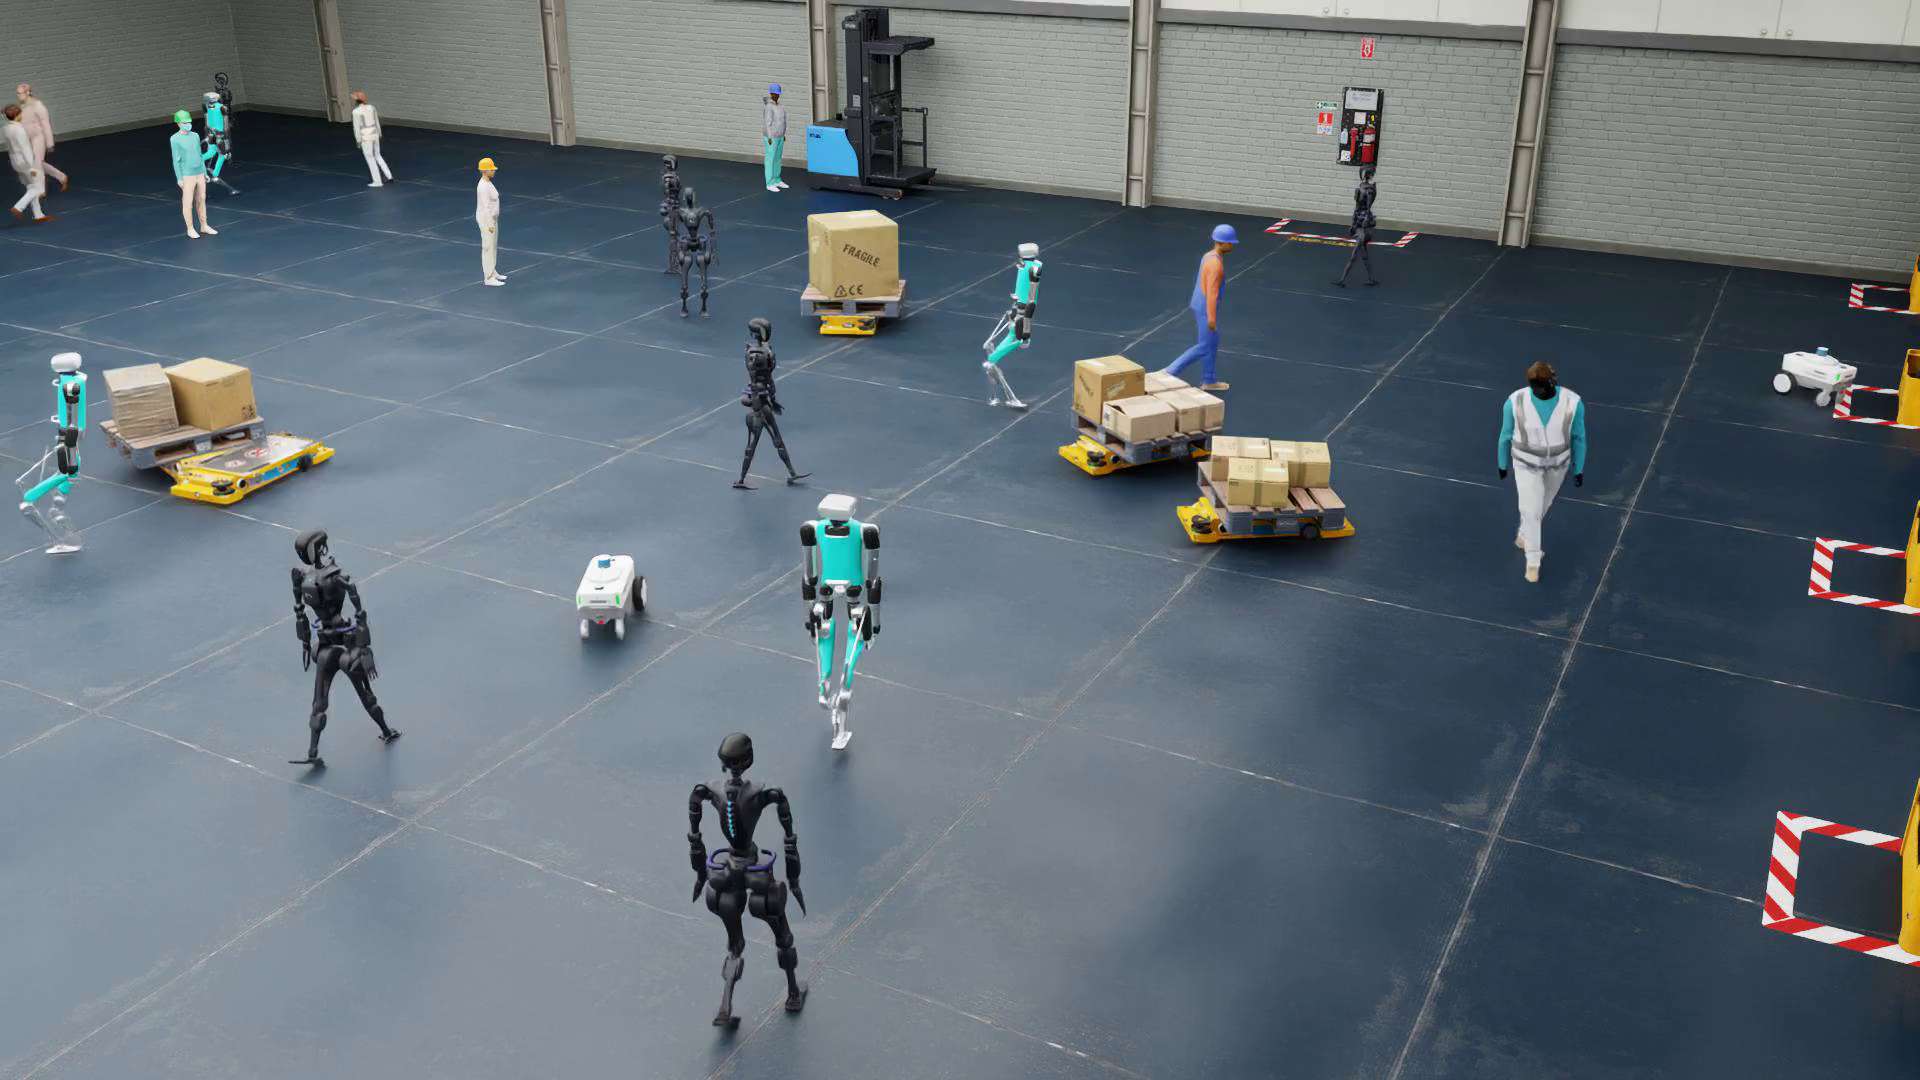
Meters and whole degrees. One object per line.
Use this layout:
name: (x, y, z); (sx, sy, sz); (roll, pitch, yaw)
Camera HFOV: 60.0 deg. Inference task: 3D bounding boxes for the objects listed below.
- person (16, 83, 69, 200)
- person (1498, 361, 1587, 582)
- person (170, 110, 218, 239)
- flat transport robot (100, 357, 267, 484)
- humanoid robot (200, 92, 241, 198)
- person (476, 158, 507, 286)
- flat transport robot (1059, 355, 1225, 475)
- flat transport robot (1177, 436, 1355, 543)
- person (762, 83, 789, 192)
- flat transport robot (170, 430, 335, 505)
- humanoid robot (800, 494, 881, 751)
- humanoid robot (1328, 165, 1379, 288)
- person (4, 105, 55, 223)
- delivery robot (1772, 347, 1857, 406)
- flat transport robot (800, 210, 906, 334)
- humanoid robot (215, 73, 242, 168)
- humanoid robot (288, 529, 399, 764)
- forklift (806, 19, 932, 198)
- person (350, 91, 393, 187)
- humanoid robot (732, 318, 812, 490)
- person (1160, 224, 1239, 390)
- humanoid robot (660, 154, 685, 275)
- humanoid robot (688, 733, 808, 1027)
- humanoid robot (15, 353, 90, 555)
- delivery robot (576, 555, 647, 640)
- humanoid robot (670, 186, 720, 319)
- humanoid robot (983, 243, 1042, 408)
person: (-15.245, -6.609, 27.511); (0.642, 1.878, 0.783); (14, 27, 30)
person: (4.762, -0.614, 13.689); (0.656, 1.805, 0.806); (1, 23, 1)
person: (-11.483, -5.473, 24.870); (0.363, 1.873, 0.518); (13, 26, 27)
flat transport robot: (-7.494, -0.856, 16.156); (0.659, 0.231, 1.431); (-20, 30, -39)
humanoid robot: (-12.321, -6.392, 27.243); (0.543, 1.759, 1.039); (11, 26, 24)
person: (-6.300, -4.270, 22.307); (0.341, 1.688, 0.460); (-3, 23, -8)
flat transport robot: (1.777, -0.905, 16.270); (1.431, 0.231, 0.659); (-11, 26, -24)
flat transport robot: (2.684, -0.208, 14.646); (1.431, 0.231, 0.659); (-2, 23, -5)
person: (-3.131, -6.813, 28.121); (0.359, 1.772, 0.533); (9, 25, 21)
flat transport robot: (-6.697, -0.697, 15.785); (0.659, 0.231, 1.431); (9, 25, 20)
humanoid robot: (-0.806, 0.610, 10.891); (0.539, 1.766, 0.922); (4, 24, 9)
humanoid robot: (5.304, -4.184, 22.156); (0.741, 1.627, 0.589); (-1, 23, -3)
person: (-14.463, -5.775, 25.644); (0.521, 1.820, 0.582); (18, 29, 36)
delivery robot: (9.234, -1.786, 17.967); (0.513, 0.601, 0.773); (-12, 26, -27)
flat transport robot: (-1.311, -2.836, 20.766); (0.659, 0.231, 1.431); (1, 23, 3)
humanoid robot: (-13.217, -7.577, 30.001); (0.315, 1.656, 0.599); (-4, 24, -9)
humanoid robot: (-4.062, 0.703, 10.796); (0.612, 1.629, 0.751); (9, 25, 20)
forklift: (-1.573, -7.292, 27.850); (1.873, 2.768, 1.129); (12, 26, 25)
person: (-10.056, -6.822, 28.334); (0.390, 1.613, 0.551); (9, 25, 21)
humanoid robot: (-1.775, -1.245, 15.306); (0.720, 1.629, 0.598); (4, 24, 8)
person: (2.574, -2.482, 17.912); (0.730, 1.876, 0.579); (0, 23, 1)
humanoid robot: (-3.922, -4.444, 22.731); (0.363, 1.648, 0.589); (1, 23, 2)
humanoid robot: (-1.089, 1.727, 8.410); (0.601, 1.646, 0.532); (3, 23, 8)
humanoid robot: (-7.583, -0.616, 13.846); (0.829, 1.841, 0.530); (-11, 26, -24)
delivery robot: (-2.730, 0.400, 12.863); (0.499, 0.590, 0.793); (-1, 23, -1)
humanoid robot: (-3.306, -3.583, 20.722); (0.609, 1.656, 0.319); (-4, 24, -10)
humanoid robot: (0.465, -2.209, 17.434); (0.774, 1.774, 0.565); (-5, 24, -12)
